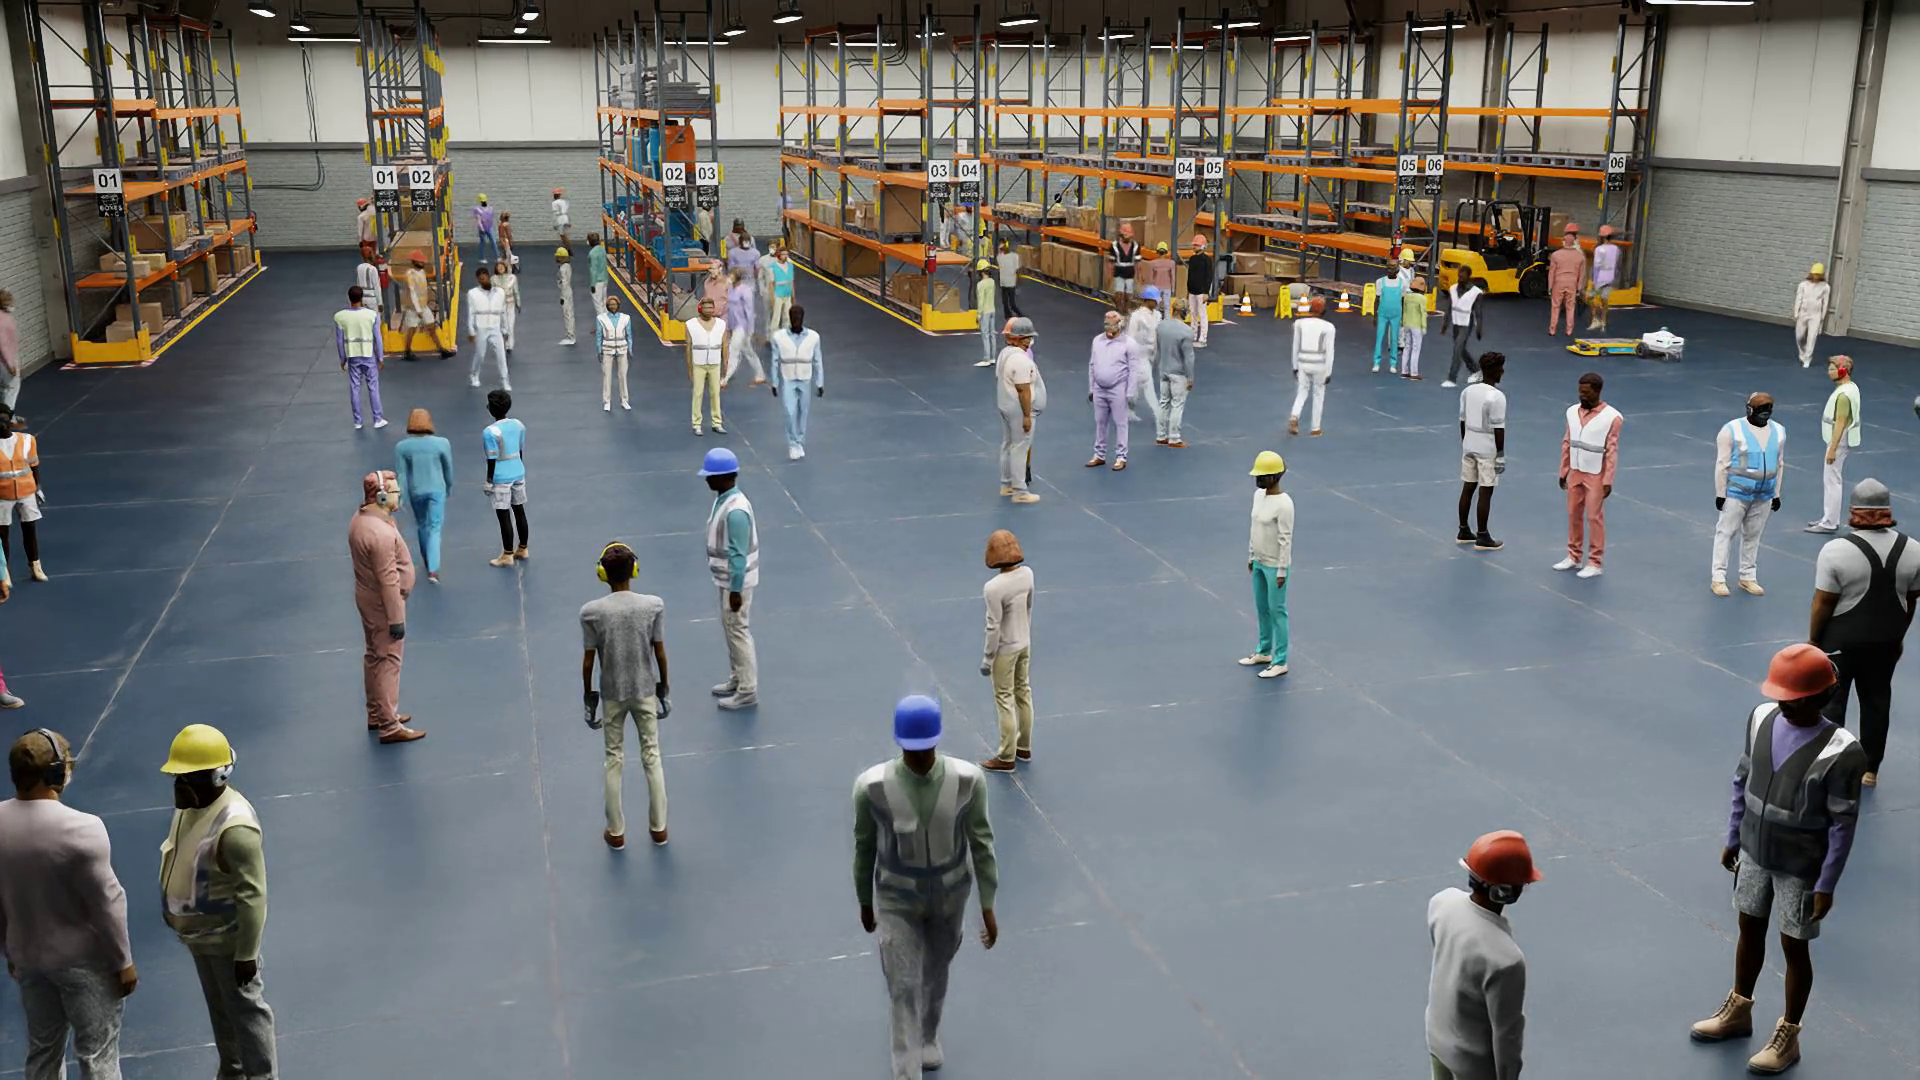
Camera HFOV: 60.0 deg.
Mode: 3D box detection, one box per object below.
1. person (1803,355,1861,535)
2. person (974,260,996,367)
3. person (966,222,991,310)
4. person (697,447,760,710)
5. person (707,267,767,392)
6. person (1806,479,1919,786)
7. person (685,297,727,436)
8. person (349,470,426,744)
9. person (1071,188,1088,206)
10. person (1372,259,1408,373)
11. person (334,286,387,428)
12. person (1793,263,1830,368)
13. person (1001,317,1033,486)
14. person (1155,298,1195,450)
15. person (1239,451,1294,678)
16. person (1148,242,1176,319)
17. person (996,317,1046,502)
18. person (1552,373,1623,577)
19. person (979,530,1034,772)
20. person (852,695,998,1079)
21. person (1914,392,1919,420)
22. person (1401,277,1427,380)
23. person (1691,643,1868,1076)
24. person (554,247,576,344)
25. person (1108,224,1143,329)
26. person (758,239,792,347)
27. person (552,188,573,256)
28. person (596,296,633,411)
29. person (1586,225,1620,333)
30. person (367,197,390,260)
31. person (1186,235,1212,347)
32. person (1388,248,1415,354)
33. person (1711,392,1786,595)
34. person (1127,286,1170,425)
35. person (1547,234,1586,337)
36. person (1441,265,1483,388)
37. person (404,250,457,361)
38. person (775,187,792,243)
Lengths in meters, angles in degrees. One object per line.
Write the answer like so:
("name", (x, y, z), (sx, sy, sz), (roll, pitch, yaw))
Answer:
("person", (8.966, -0.969, 16.993), (0.408, 1.831, 0.575), (8, 17, 28))
("person", (0.409, -3.767, 27.645), (0.329, 1.765, 0.525), (8, 17, 28))
("person", (0.397, -5.601, 34.230), (0.584, 1.928, 0.372), (-11, 18, -36))
("person", (-1.675, 0.273, 12.120), (0.422, 1.937, 0.612), (-4, 16, -16))
("person", (-3.407, -3.209, 25.322), (1.038, 1.880, 0.648), (-9, 17, -30))
("person", (5.746, 0.591, 10.714), (0.672, 2.000, 0.536), (0, 15, -2))
("person", (-3.353, -2.302, 21.992), (0.560, 1.838, 0.385), (-7, 17, -26))
("person", (-3.963, 0.453, 11.520), (0.395, 1.898, 0.641), (-9, 17, -31))
("person", (3.499, -9.386, 48.679), (0.555, 1.818, 0.931), (-2, 15, -6))
("person", (6.959, -3.619, 26.936), (0.506, 1.842, 0.342), (4, 15, 13))
("person", (-8.076, -2.461, 22.434), (0.589, 1.919, 0.393), (-2, 15, -8))
("person", (14.151, -3.753, 27.662), (0.495, 1.724, 0.599), (9, 17, 30))
("person", (0.649, -1.585, 19.101), (0.373, 1.934, 0.551), (4, 15, 14))
("person", (2.721, -2.102, 21.069), (0.376, 1.928, 0.636), (-11, 18, -36))
("person", (2.363, 0.177, 12.814), (0.335, 1.760, 0.528), (-5, 16, -18))
("person", (3.760, -4.678, 31.068), (0.524, 1.769, 0.309), (0, 15, 2))
("person", (0.689, -1.450, 18.393), (0.536, 2.000, 0.688), (-5, 16, -18))
("person", (5.863, -0.619, 15.530), (0.398, 1.908, 0.598), (-8, 17, -29))
("person", (0.307, 0.728, 10.977), (0.284, 1.633, 0.498), (11, 18, 35))
("person", (-0.144, 1.585, 7.245), (0.604, 1.893, 0.993), (-3, 15, -11))
("person", (12.076, -1.938, 20.458), (0.574, 1.920, 0.404), (-1, 15, -6))
("person", (7.205, -3.355, 26.365), (0.288, 1.627, 0.506), (-7, 16, -25))
("person", (3.719, 1.435, 7.553), (0.385, 2.035, 0.605), (-7, 16, -23))
("person", (-7.170, -4.425, 30.159), (0.295, 1.744, 0.492), (-1, 15, -3))
("person", (3.206, -5.080, 32.119), (0.621, 2.001, 0.863), (-2, 15, -6))
("person", (-3.292, -4.409, 29.722), (0.629, 1.940, 0.376), (3, 15, 11))
("person", (-11.273, -8.967, 46.972), (0.756, 1.890, 0.549), (7, 17, 25))
("person", (-4.930, -2.670, 23.752), (0.513, 1.641, 0.309), (-6, 16, -22))
("person", (12.174, -4.936, 31.541), (0.607, 2.025, 0.431), (-6, 16, -23))
("person", (-15.437, -8.222, 44.172), (0.658, 1.890, 0.496), (2, 15, 9))
("person", (4.264, -4.463, 29.814), (0.374, 1.997, 0.613), (-8, 17, -29))
("person", (7.718, -4.167, 29.028), (0.587, 1.828, 0.404), (-12, 19, -38))
("person", (7.053, -0.413, 14.873), (0.622, 1.845, 0.429), (-2, 15, -6))
("person", (2.584, -2.476, 22.522), (0.998, 1.893, 0.617), (13, 20, 41))
("person", (11.321, -4.760, 31.134), (0.636, 1.900, 0.402), (2, 15, 6))
("person", (7.836, -3.326, 25.772), (0.913, 1.879, 0.572), (-8, 17, -28))
("person", (-9.042, -3.939, 28.048), (0.945, 1.886, 0.553), (4, 15, 15))
("person", (-5.208, -9.512, 48.998), (0.632, 1.917, 0.436), (13, 20, 40))
